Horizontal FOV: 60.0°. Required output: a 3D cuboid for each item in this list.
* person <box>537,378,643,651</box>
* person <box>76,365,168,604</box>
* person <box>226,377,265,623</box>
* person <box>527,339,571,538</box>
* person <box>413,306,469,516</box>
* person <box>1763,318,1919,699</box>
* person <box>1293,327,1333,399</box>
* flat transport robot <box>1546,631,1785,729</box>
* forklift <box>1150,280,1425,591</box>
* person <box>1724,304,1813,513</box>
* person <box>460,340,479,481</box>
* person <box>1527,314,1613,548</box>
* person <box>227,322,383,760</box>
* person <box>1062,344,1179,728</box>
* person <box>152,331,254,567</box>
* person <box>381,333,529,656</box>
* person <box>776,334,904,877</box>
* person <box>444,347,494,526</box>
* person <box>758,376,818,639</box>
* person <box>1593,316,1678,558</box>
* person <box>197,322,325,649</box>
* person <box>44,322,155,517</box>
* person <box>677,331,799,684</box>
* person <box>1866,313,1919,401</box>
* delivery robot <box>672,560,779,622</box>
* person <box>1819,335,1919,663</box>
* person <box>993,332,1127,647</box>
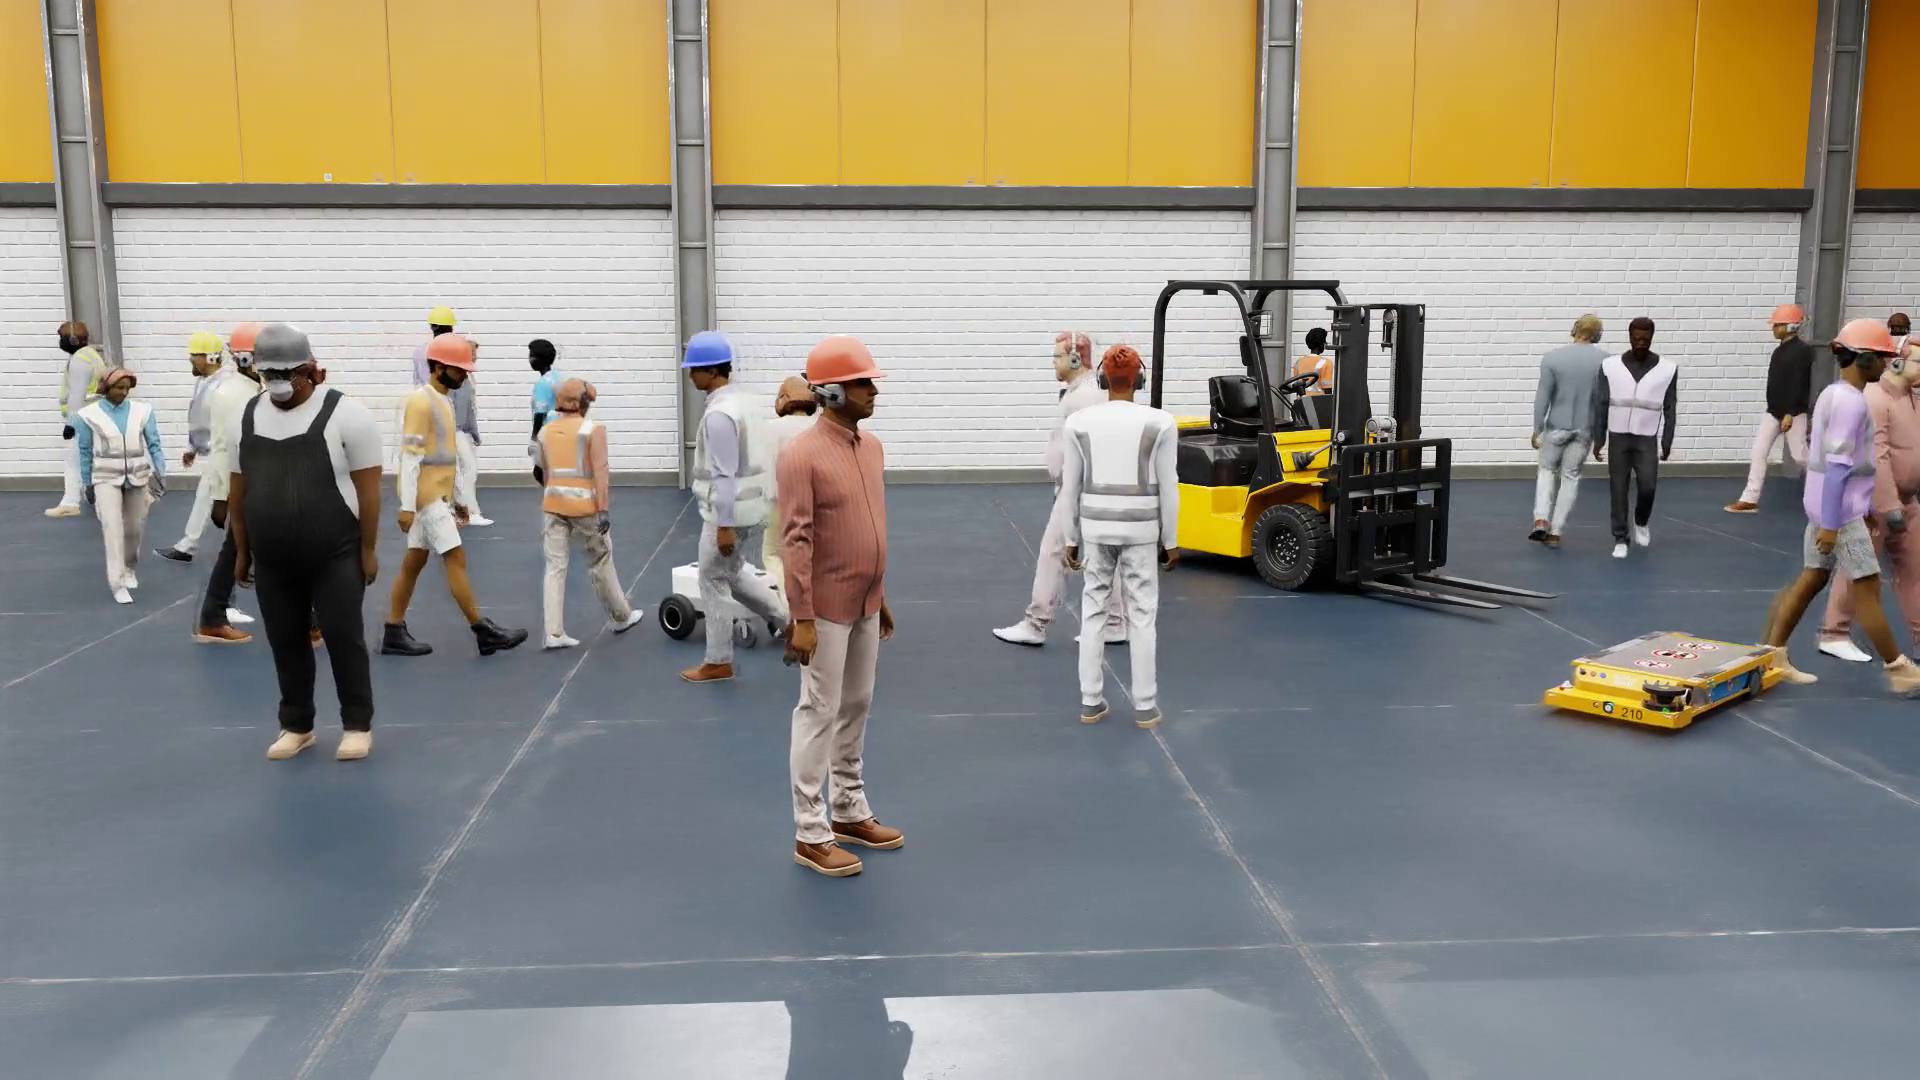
[{"bbox_3d":[-2.261,-0.172,10.004,0.537,1.594,0.827,4,10,22],"label":"person"},{"bbox_3d":[-5.799,-0.410,11.477,0.769,1.606,0.512,9,13,44],"label":"person"},{"bbox_3d":[-4.367,-0.255,10.567,0.859,1.593,0.516,1,9,4],"label":"person"},{"bbox_3d":[-3.454,-0.849,14.003,0.369,1.679,0.546,-1,9,-7],"label":"person"},{"bbox_3d":[-4.764,-1.186,15.360,0.585,1.928,0.378,5,10,27],"label":"person"},{"bbox_3d":[4.746,-0.166,8.790,0.985,1.993,0.613,3,10,19],"label":"person"},{"bbox_3d":[3.573,-1.301,16.830,0.320,1.694,0.532,-5,10,-28],"label":"person"},{"bbox_3d":[3.701,0.704,8.674,1.431,0.197,0.652,-9,13,-44],"label":"flat transport robot"},{"bbox_3d":[2.301,-0.860,12.475,1.214,2.155,2.313,-6,11,-35],"label":"forklift"},{"bbox_3d":[7.690,-1.197,15.359,0.983,1.961,0.610,0,9,-3],"label":"person"},{"bbox_3d":[-4.726,-1.087,15.706,0.444,1.615,0.529,-1,9,-6],"label":"person"},{"bbox_3d":[4.985,-0.880,13.515,0.675,1.899,0.454,1,9,8],"label":"person"},{"bbox_3d":[-2.992,0.003,7.540,0.701,2.000,0.539,1,9,6],"label":"person"},{"bbox_3d":[0.784,-0.016,8.174,0.578,1.880,0.354,3,10,19],"label":"person"},{"bbox_3d":[-5.749,-0.695,12.701,0.925,1.783,0.590,-7,11,-37],"label":"person"},{"bbox_3d":[-2.956,-0.248,9.633,0.950,1.870,0.591,-1,9,-7],"label":"person"},{"bbox_3d":[-0.448,0.232,6.233,0.371,1.997,0.622,5,10,27],"label":"person"},{"bbox_3d":[-4.358,-0.925,14.696,0.666,1.606,0.514,0,9,-2],"label":"person"},{"bbox_3d":[-1.003,-0.186,10.072,0.549,1.603,0.384,-6,11,-35],"label":"person"},{"bbox_3d":[5.319,-0.815,13.129,0.587,1.898,0.497,4,10,23],"label":"person"},{"bbox_3d":[-4.138,-0.314,9.861,1.036,1.935,0.637,0,9,-1],"label":"person"},{"bbox_3d":[-7.936,-1.105,15.269,0.906,1.805,0.617,-4,10,-23],"label":"person"},{"bbox_3d":[-1.169,-0.156,8.920,0.656,1.921,0.627,0,9,3],"label":"person"},{"bbox_3d":[9.440,-1.372,16.822,0.621,1.838,0.429,4,10,23],"label":"person"},{"bbox_3d":[-1.410,0.285,10.124,0.707,0.478,0.477,6,11,34],"label":"delivery robot"},{"bbox_3d":[5.308,-0.204,9.364,0.663,1.872,0.791,-6,11,-35],"label":"person"},{"bbox_3d":[0.592,-0.288,9.869,0.894,1.868,0.680,1,9,7],"label":"person"}]
